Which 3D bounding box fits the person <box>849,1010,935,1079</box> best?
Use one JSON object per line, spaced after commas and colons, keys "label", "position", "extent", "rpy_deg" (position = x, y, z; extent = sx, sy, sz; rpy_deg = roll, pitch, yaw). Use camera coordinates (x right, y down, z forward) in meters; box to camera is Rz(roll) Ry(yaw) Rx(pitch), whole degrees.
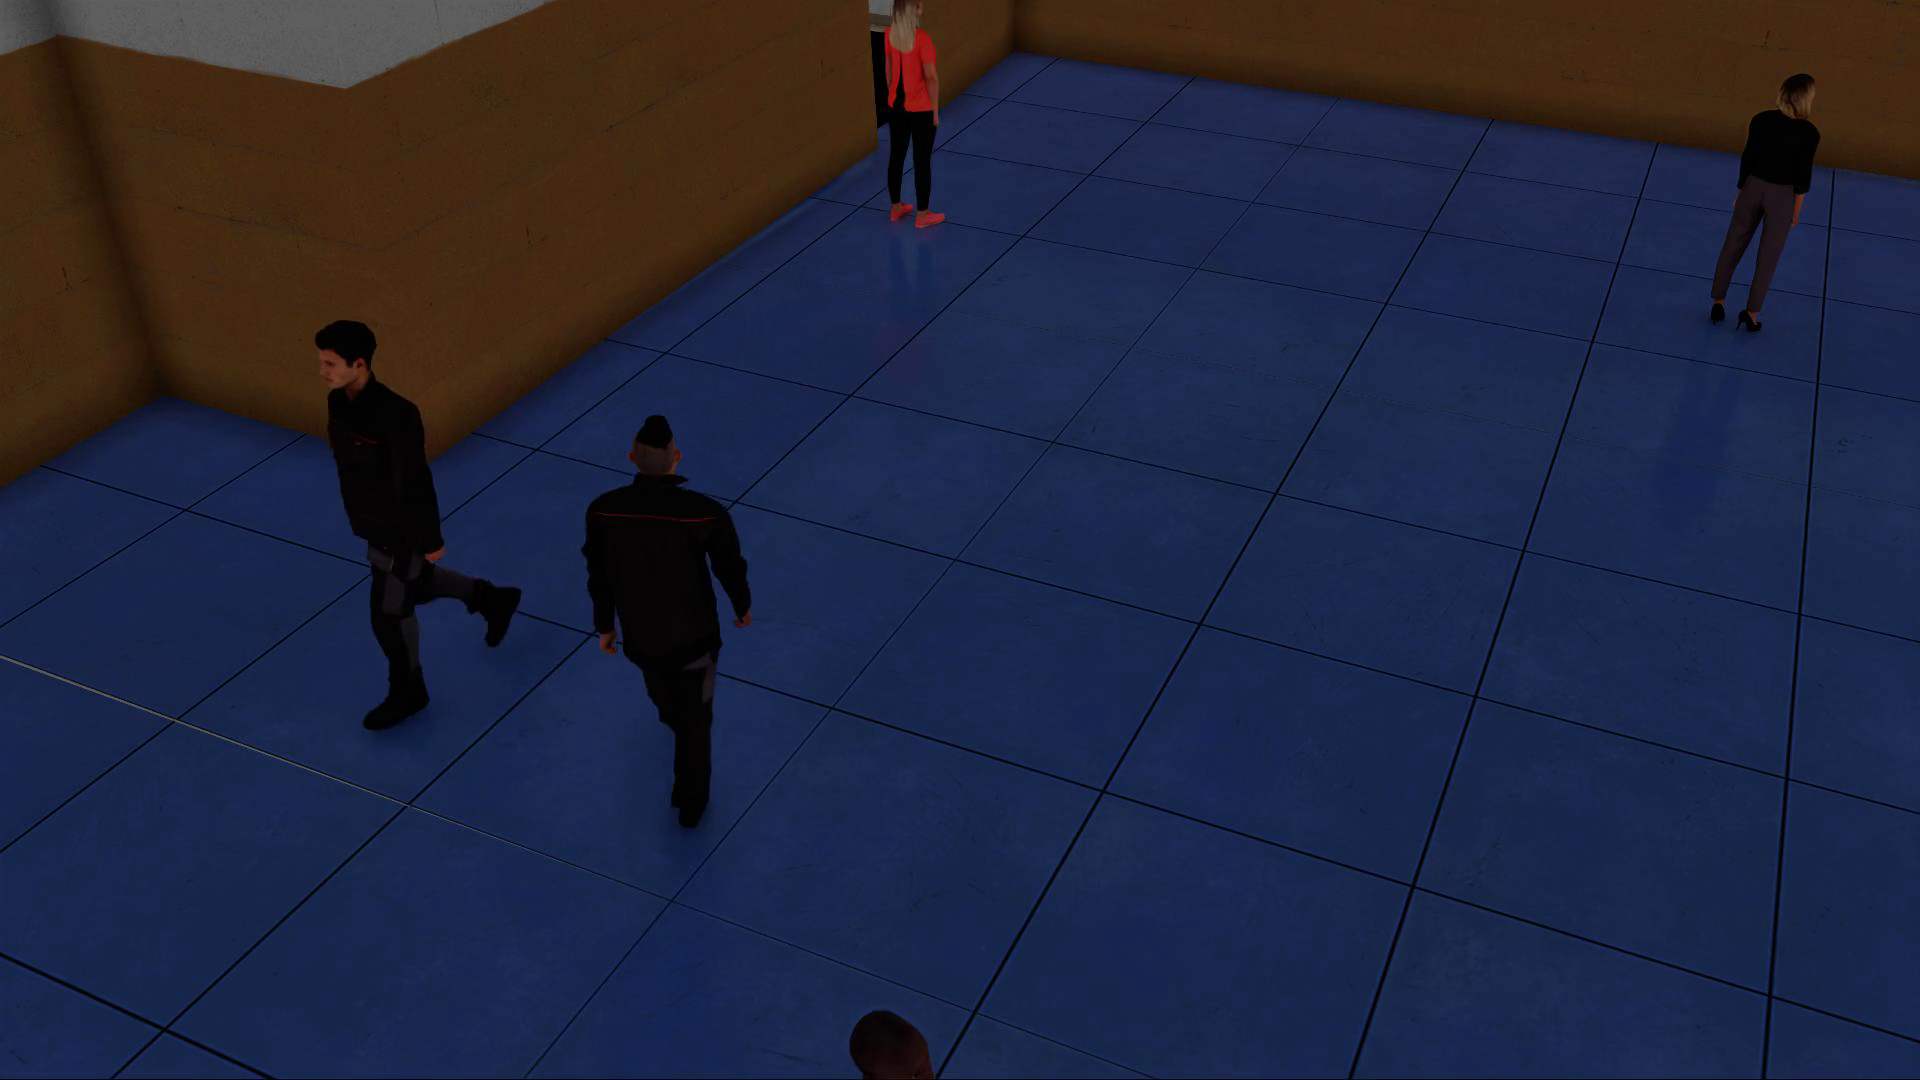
{"label": "person", "position": [-0.180, 1.866, 4.399], "extent": [0.590, 1.762, 0.667], "rpy_deg": [10, 35, 14]}

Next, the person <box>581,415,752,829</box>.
{"label": "person", "position": [-1.158, 0.365, 6.569], "extent": [1.085, 1.834, 1.051], "rpy_deg": [3, 34, 4]}

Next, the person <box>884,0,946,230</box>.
{"label": "person", "position": [-0.356, -3.089, 11.908], "extent": [0.542, 1.694, 0.701], "rpy_deg": [24, 40, 31]}

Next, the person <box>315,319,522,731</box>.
{"label": "person", "position": [-2.375, -0.115, 7.246], "extent": [1.177, 1.907, 1.023], "rpy_deg": [29, 43, 36]}

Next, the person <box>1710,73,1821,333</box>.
{"label": "person", "position": [5.059, -2.107, 10.452], "extent": [0.726, 1.672, 0.593], "rpy_deg": [-26, 42, -34]}
